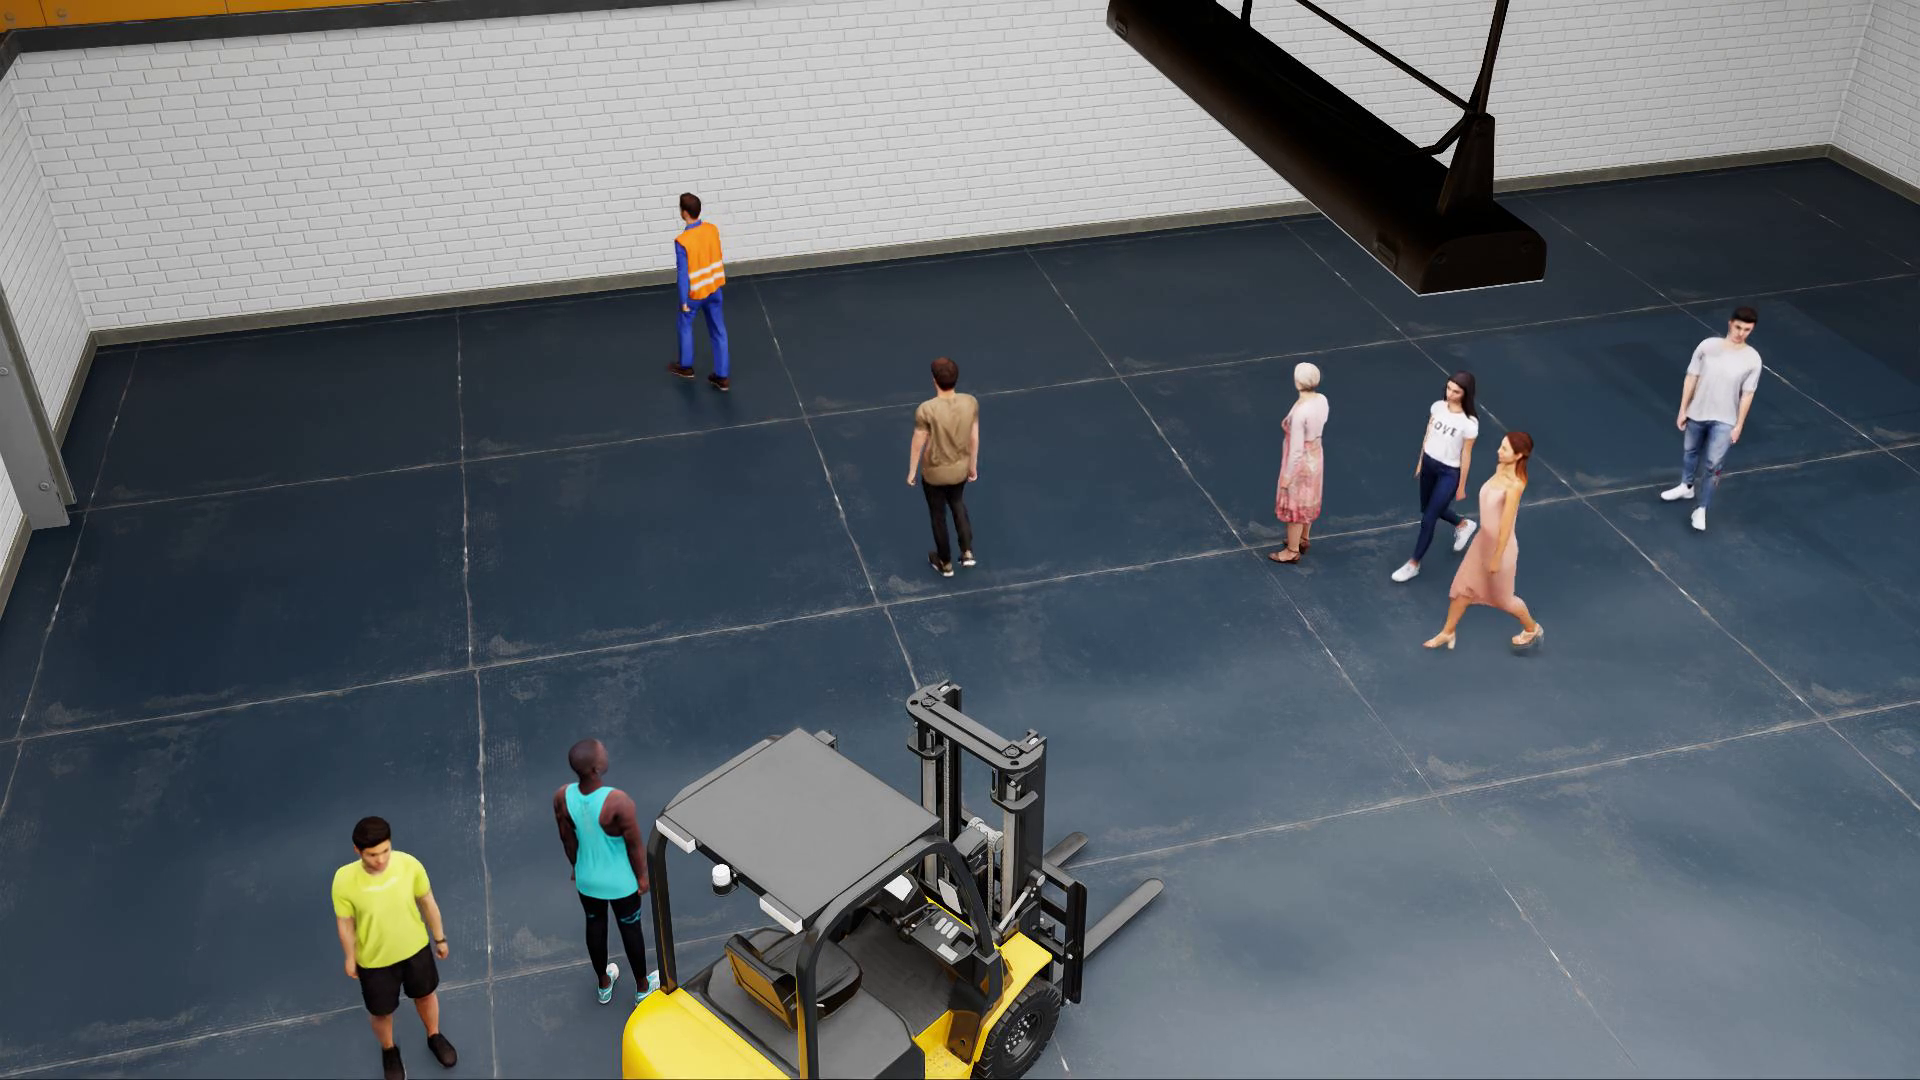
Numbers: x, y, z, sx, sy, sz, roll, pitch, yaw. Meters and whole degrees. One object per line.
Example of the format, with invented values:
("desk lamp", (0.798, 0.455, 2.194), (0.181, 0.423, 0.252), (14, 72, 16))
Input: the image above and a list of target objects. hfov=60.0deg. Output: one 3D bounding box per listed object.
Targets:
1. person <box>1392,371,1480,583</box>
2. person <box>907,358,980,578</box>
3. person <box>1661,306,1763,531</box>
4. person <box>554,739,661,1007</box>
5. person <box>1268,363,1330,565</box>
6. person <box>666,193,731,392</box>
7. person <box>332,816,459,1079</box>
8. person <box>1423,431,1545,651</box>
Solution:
("person", (3.690, -0.500, 12.501), (0.852, 1.750, 1.047), (-19, 38, -27))
("person", (-0.077, -0.484, 12.395), (0.754, 1.841, 0.791), (-16, 37, -22))
("person", (5.990, -1.040, 13.211), (0.944, 1.864, 0.983), (29, 43, 36))
("person", (-1.912, 1.810, 8.971), (0.673, 1.810, 0.663), (7, 34, 10))
("person", (2.609, -0.577, 12.667), (0.742, 1.695, 0.696), (23, 40, 31))
("person", (-2.267, -2.202, 14.983), (1.091, 1.838, 0.985), (28, 43, 35))
("person", (-2.978, 2.072, 8.673), (0.737, 1.704, 0.696), (-18, 37, -25))
("person", (3.826, 0.070, 11.603), (0.832, 1.795, 1.078), (0, 34, 0))
